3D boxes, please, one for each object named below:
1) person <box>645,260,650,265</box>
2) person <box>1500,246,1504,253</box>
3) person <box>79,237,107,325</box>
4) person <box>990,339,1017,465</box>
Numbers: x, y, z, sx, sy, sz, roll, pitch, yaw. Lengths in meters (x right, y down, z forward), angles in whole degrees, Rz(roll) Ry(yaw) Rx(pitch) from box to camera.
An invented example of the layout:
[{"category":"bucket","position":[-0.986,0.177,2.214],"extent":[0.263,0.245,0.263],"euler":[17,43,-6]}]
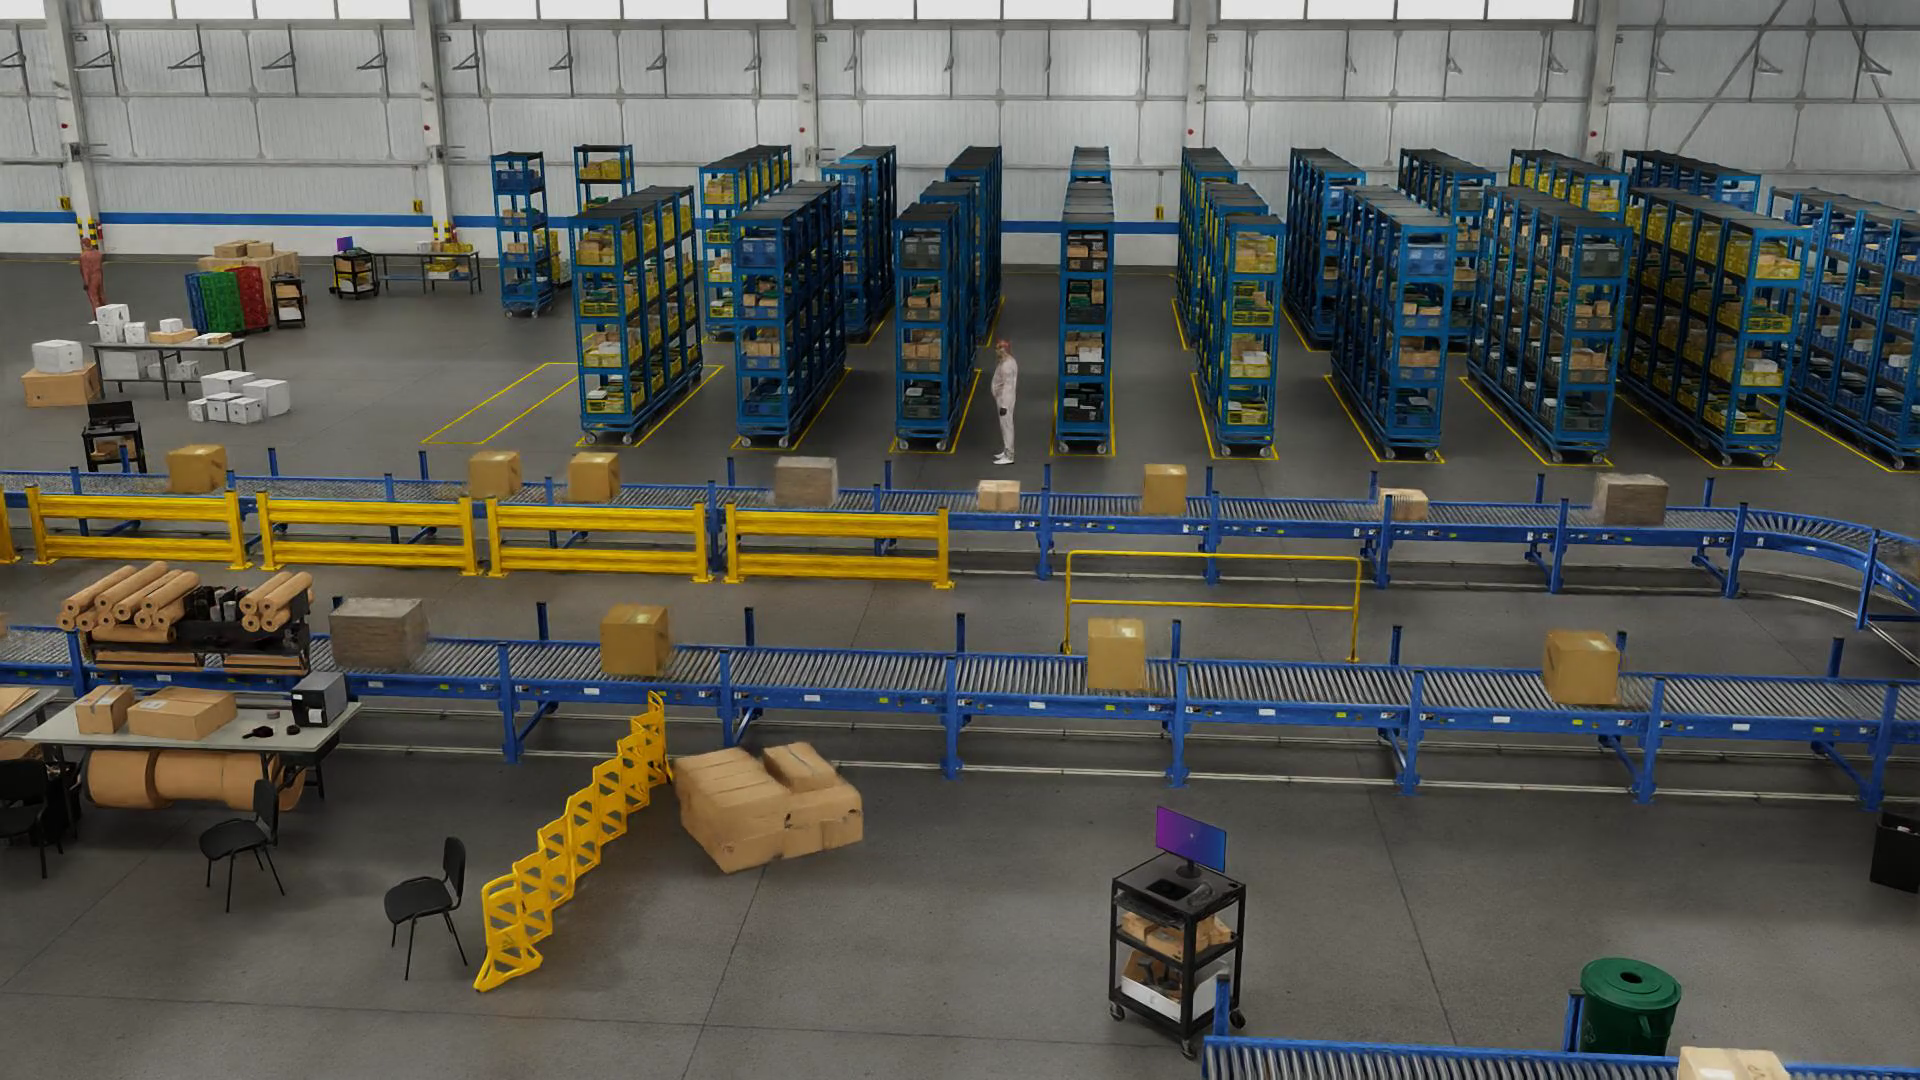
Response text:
[{"category":"person","position":[-6.814,-5.593,36.497],"extent":[0.641,1.721,0.581],"euler":[-8,19,-24]},{"category":"person","position":[14.010,-7.450,42.306],"extent":[0.914,1.782,0.601],"euler":[0,17,1]},{"category":"person","position":[-19.037,-5.680,36.468],"extent":[0.401,1.904,0.649],"euler":[2,18,5]},{"category":"person","position":[0.657,-2.091,25.078],"extent":[0.401,1.904,0.649],"euler":[2,18,5]}]
